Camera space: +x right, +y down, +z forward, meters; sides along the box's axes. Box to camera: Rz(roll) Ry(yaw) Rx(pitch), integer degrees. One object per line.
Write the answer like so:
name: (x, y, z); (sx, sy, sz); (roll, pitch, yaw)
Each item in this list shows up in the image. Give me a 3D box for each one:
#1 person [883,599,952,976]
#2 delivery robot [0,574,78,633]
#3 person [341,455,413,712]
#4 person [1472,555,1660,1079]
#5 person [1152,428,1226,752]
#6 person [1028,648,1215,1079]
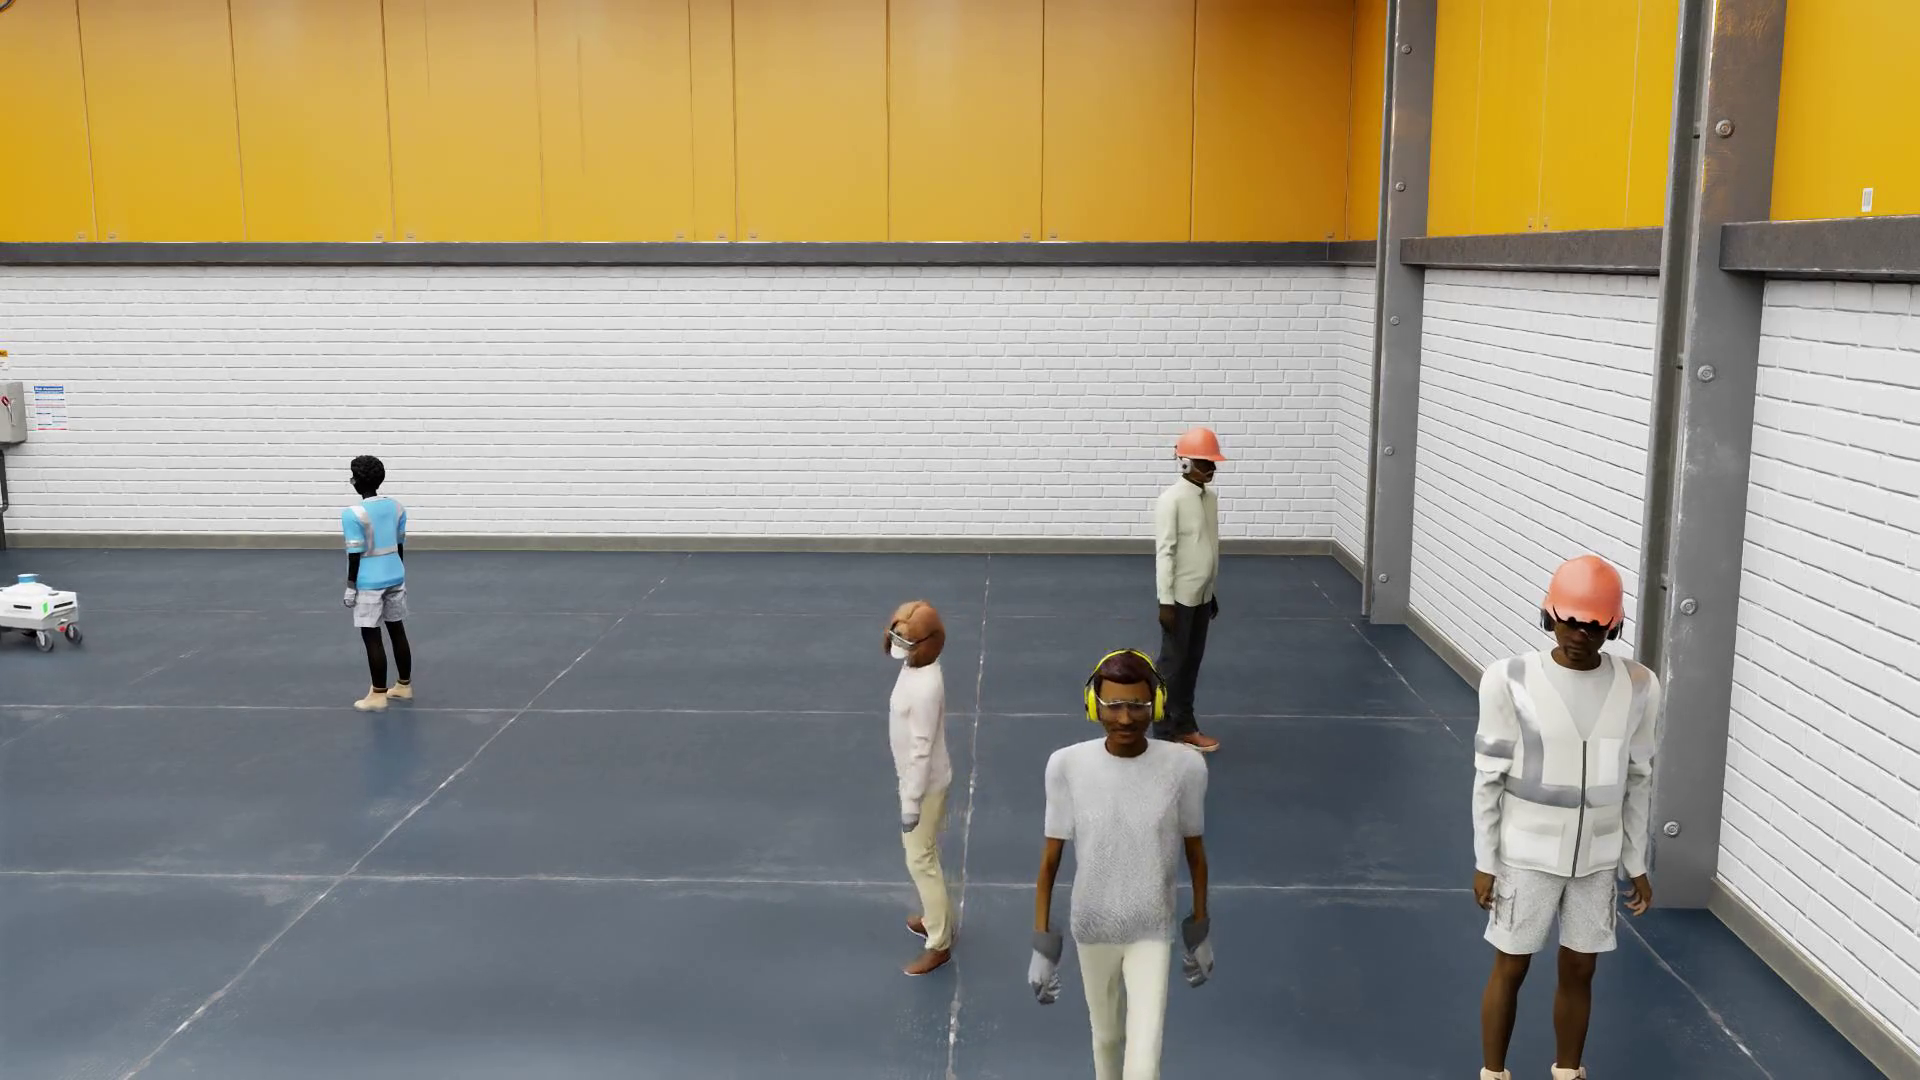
person: (-0.176, 1.016, 6.976); (0.295, 1.611, 0.617); (-1, 10, -5)
delivery robot: (-7.147, 0.503, 12.765); (0.707, 0.478, 0.477); (3, 10, 18)
person: (-3.860, 0.284, 10.983); (0.317, 1.694, 0.540); (4, 10, 22)
person: (2.006, 1.048, 5.521); (0.605, 2.036, 0.393); (0, 10, -2)
person: (1.370, 0.322, 9.892); (0.402, 1.990, 0.622); (7, 12, 35)
person: (0.486, 1.233, 5.043); (0.556, 1.821, 0.979); (2, 10, 10)
